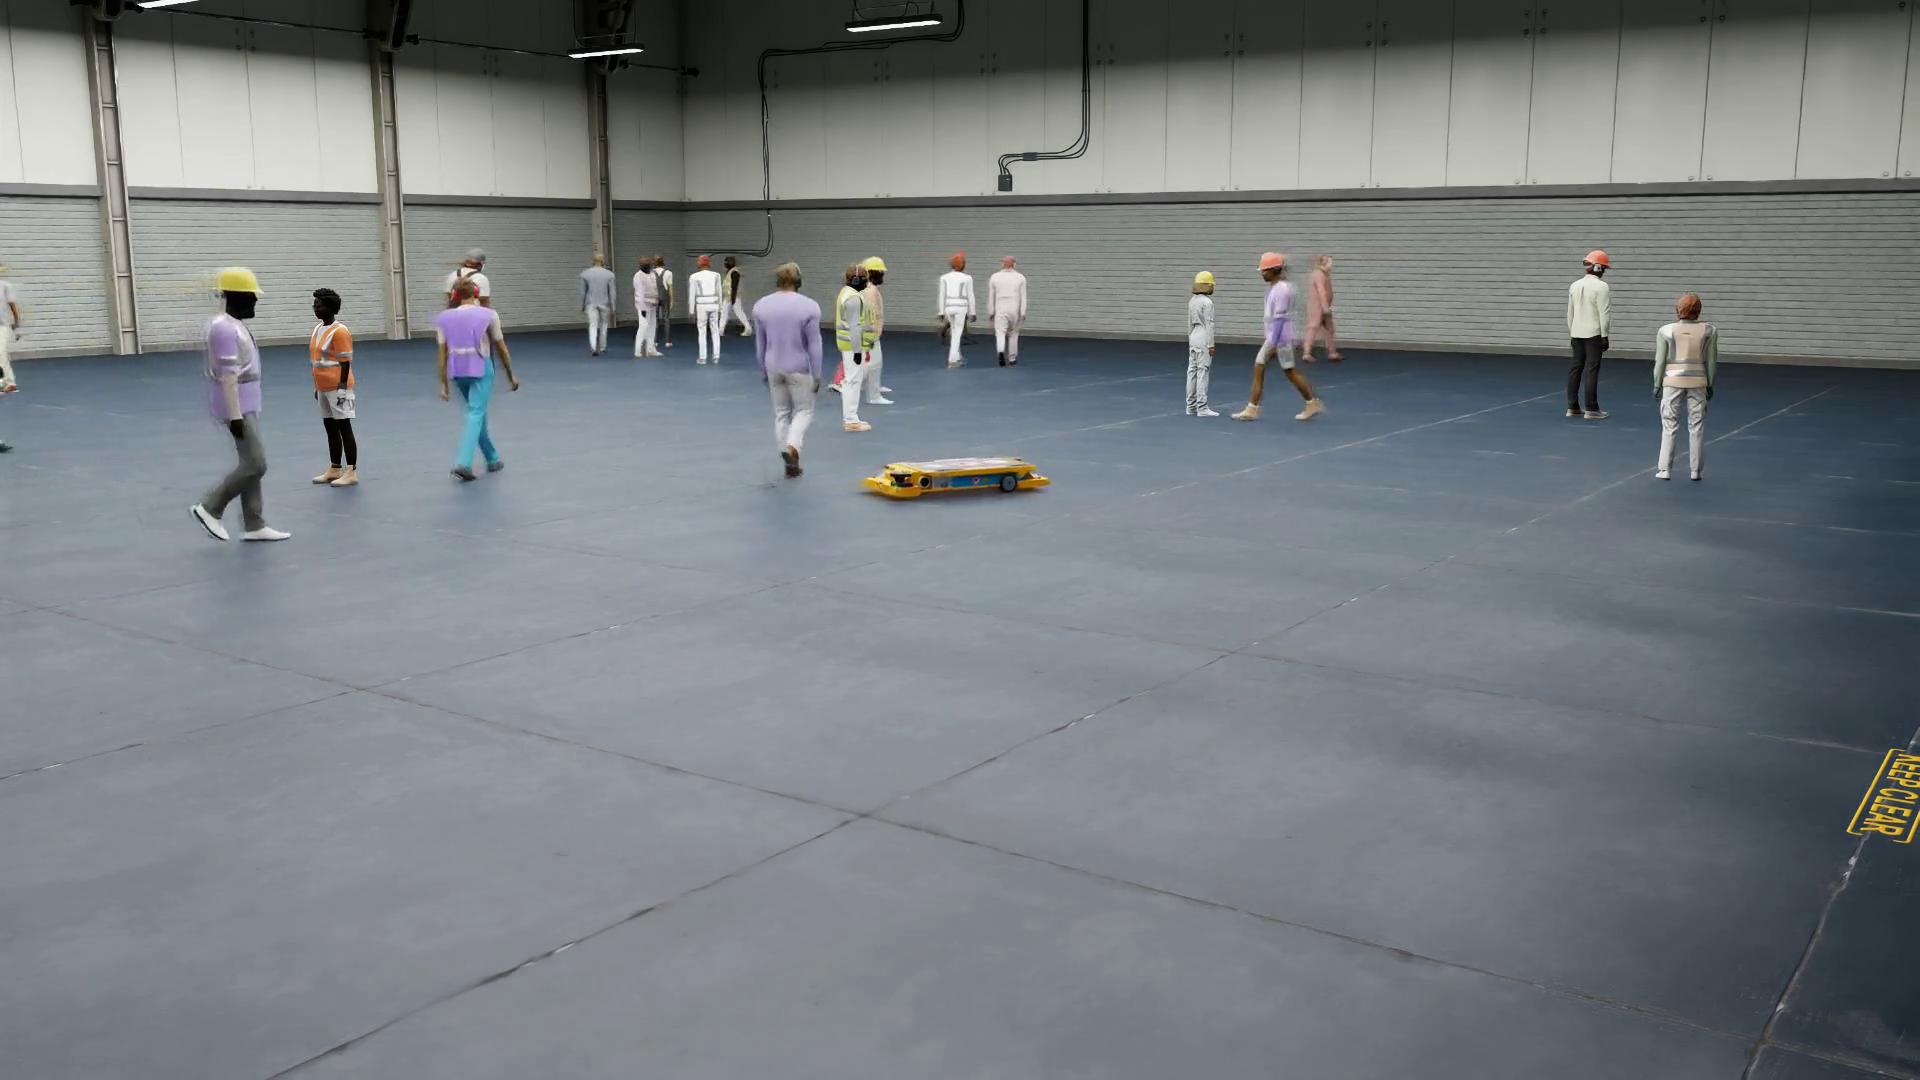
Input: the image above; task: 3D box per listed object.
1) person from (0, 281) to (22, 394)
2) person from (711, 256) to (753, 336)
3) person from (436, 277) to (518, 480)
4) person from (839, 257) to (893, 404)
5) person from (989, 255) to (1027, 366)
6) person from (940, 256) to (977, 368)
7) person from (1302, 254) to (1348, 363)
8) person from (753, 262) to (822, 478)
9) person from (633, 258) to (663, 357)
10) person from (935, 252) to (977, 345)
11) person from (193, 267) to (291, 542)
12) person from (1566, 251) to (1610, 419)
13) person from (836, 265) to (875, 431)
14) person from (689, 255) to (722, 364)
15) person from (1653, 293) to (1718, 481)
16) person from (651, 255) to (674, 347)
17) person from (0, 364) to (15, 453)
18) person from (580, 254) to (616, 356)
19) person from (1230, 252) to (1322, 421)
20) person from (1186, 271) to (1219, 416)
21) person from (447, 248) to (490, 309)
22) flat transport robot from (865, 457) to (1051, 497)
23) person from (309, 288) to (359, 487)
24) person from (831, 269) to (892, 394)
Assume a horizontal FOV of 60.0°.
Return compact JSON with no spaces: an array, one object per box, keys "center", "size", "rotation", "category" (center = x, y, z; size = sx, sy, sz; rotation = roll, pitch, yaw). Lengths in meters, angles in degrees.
[{"center":[-13.294,-2.910,22.835],"size":[0.569,1.837,0.819],"rotation":[1,10,7],"category":"person"},{"center":[-5.094,-5.468,37.308],"size":[0.940,1.801,0.635],"rotation":[-5,11,-25],"category":"person"},{"center":[-4.346,-1.444,14.805],"size":[0.601,1.789,1.002],"rotation":[2,10,13],"category":"person"},{"center":[-1.199,-2.671,21.341],"size":[0.608,1.911,0.592],"rotation":[-1,10,-7],"category":"person"},{"center":[0.813,-3.903,28.310],"size":[0.646,1.879,0.883],"rotation":[1,10,6],"category":"person"},{"center":[0.015,-3.835,27.988],"size":[0.594,1.848,0.856],"rotation":[5,11,28],"category":"person"},{"center":[6.384,-4.012,28.919],"size":[0.865,1.873,0.657],"rotation":[4,11,19],"category":"person"},{"center":[-1.516,-1.468,14.572],"size":[0.631,1.919,0.577],"rotation":[2,10,14],"category":"person"},{"center":[-5.721,-4.250,30.456],"size":[0.433,1.816,0.687],"rotation":[3,11,17],"category":"person"},{"center":[-0.084,-4.921,33.938],"size":[0.826,1.911,0.548],"rotation":[1,10,6],"category":"person"},{"center":[-4.982,-0.916,11.463],"size":[0.495,1.914,0.614],"rotation":[-2,10,-14],"category":"person"},{"center":[7.507,-2.440,19.814],"size":[0.393,1.985,0.611],"rotation":[-4,11,-23],"category":"person"},{"center":[-1.159,-2.127,18.492],"size":[0.428,1.836,0.627],"rotation":[-2,10,-10],"category":"person"},{"center":[-4.387,-3.969,28.681],"size":[0.601,1.872,0.402],"rotation":[-5,11,-26],"category":"person"},{"center":[6.343,-1.330,14.567],"size":[0.512,1.639,0.311],"rotation":[3,10,15],"category":"person"},{"center":[-6.021,-4.802,33.440],"size":[0.541,1.842,0.358],"rotation":[-2,10,-9],"category":"person"},{"center":[-9.874,-1.757,16.515],"size":[0.857,1.805,0.593],"rotation":[1,10,5],"category":"person"},{"center":[-6.687,-4.343,30.784],"size":[0.667,1.882,0.806],"rotation":[-1,10,-7],"category":"person"},{"center":[3.747,-2.361,19.395],"size":[1.055,1.991,0.607],"rotation":[-1,10,-5],"category":"person"},{"center":[2.929,-2.367,20.077],"size":[0.293,1.745,0.486],"rotation":[-4,11,-23],"category":"person"},{"center":[-7.167,-3.295,24.445],"size":[0.710,2.000,0.546],"rotation":[5,11,28],"category":"person"},{"center":[-0.018,-0.544,13.993],"size":[1.431,0.197,0.652],"rotation":[-5,11,-26],"category":"flat transport robot"},{"center":[-5.387,-1.307,14.273],"size":[0.535,1.697,0.318],"rotation":[9,14,41],"category":"person"},{"center":[-1.388,-2.862,22.907],"size":[0.906,1.724,0.542],"rotation":[-4,11,-21],"category":"person"}]
